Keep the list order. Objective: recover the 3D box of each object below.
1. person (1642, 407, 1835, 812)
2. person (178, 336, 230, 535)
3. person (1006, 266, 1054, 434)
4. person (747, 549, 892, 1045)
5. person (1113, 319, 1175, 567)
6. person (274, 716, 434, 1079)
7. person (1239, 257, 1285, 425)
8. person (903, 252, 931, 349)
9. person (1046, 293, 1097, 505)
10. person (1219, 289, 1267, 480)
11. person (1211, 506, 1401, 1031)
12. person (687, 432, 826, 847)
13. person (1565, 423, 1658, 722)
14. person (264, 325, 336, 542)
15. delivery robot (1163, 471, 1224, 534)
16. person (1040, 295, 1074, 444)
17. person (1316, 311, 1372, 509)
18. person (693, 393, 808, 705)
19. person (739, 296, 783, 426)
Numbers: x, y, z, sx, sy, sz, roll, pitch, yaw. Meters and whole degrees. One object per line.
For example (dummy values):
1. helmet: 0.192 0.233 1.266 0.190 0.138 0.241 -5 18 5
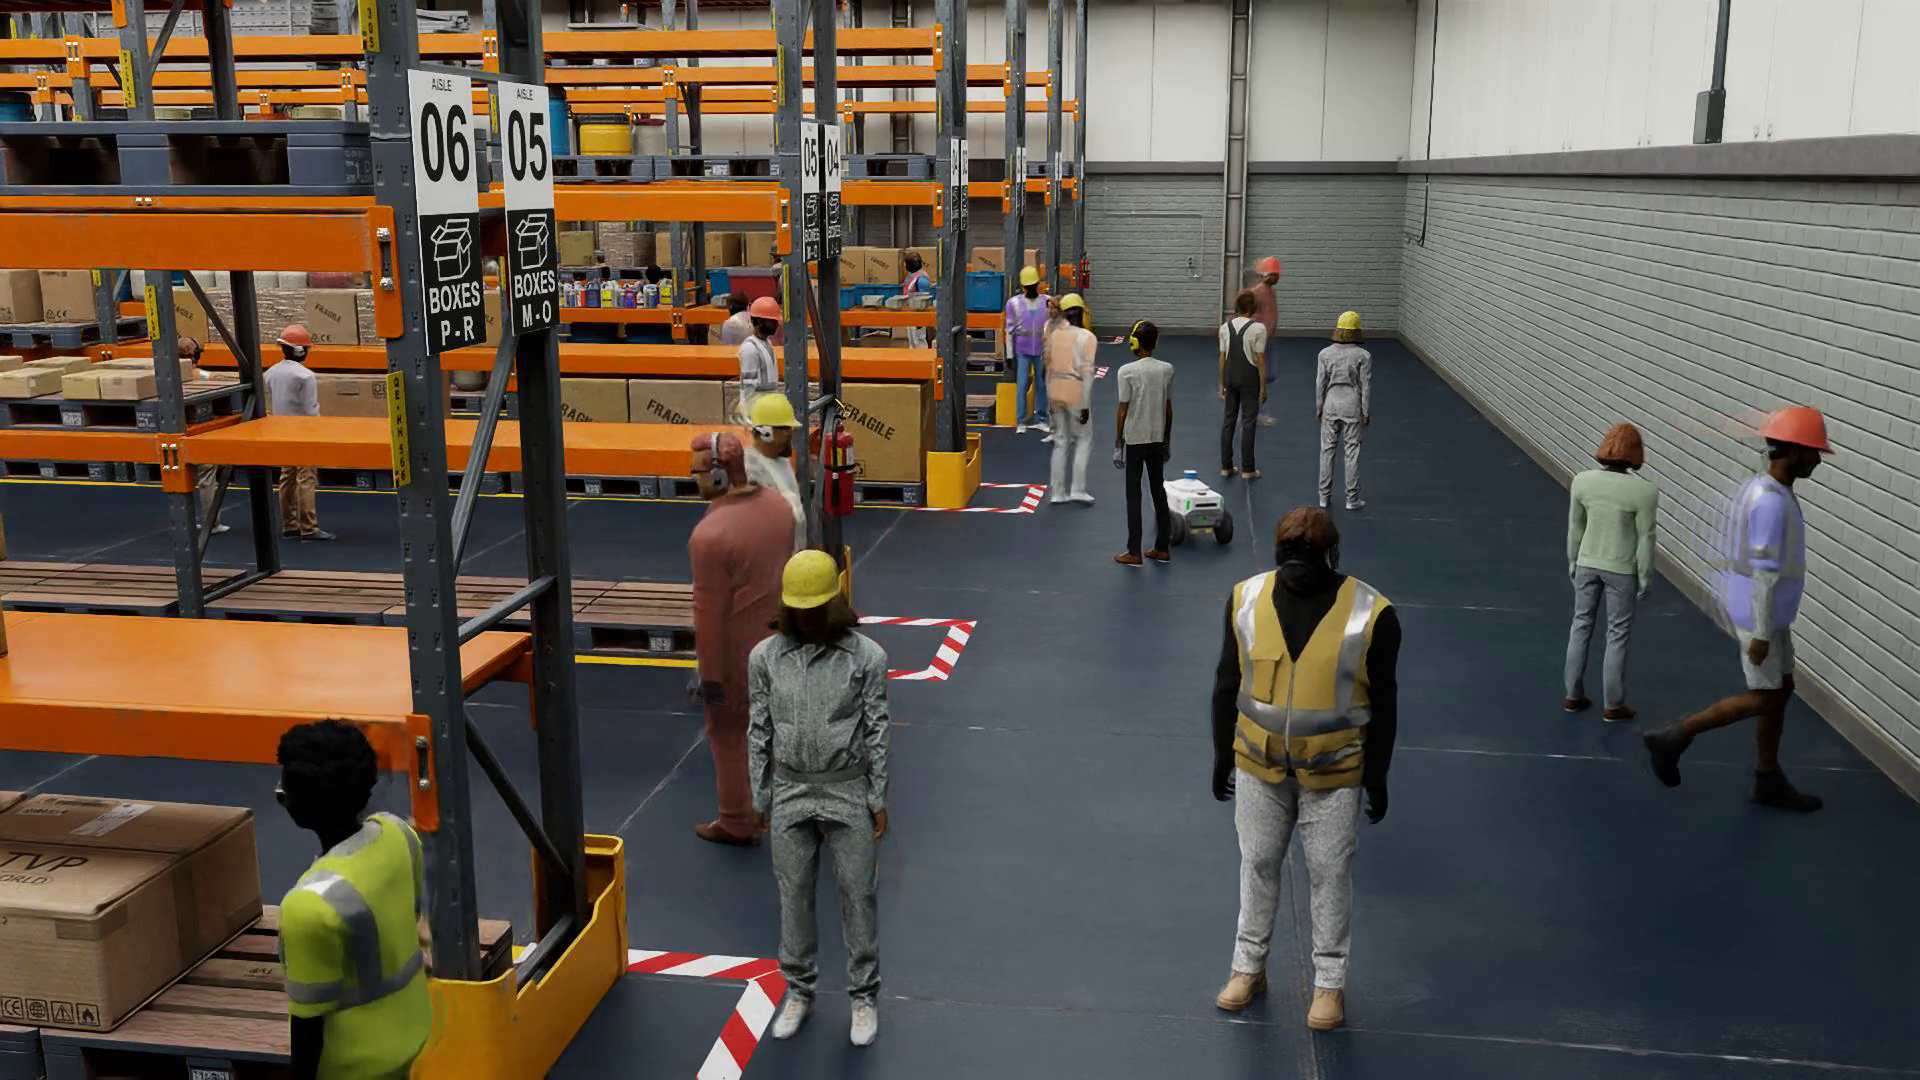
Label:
1. person: 3.678 0.322 7.724 0.715 1.908 0.566 6 14 27
2. person: -6.280 -0.849 13.644 0.509 1.629 0.314 2 13 7
3. person: 0.823 -2.150 18.900 0.606 1.913 0.433 -1 13 -7
4. person: -0.476 0.872 5.638 0.491 1.735 0.326 1 13 6
5. person: 1.395 -0.731 12.601 0.501 1.860 0.333 -7 14 -28
6. person: -1.478 1.243 4.046 0.366 1.684 0.551 1 13 3
7. person: 3.521 -2.337 19.568 0.553 1.974 0.639 8 15 33
8. person: -0.642 -3.168 23.640 0.429 1.840 0.622 -4 13 -18
9. person: 0.980 -1.255 14.894 0.604 1.880 0.563 11 16 40
10. person: 2.735 -1.495 16.093 0.506 1.839 0.343 10 16 38
11. person: 1.174 0.784 5.790 0.650 1.842 0.429 6 14 24
12. person: -0.873 0.462 7.142 0.669 1.881 0.670 7 14 30
13. person: 3.524 0.172 9.042 0.282 1.628 0.499 -10 16 -39
14. person: -5.323 -0.857 13.425 0.573 1.743 0.355 8 15 32
15. delivery robot: 1.862 -0.319 13.480 0.477 0.478 0.707 -3 13 -13
16. person: 1.081 -1.855 18.183 0.311 1.632 0.526 -11 16 -39
17. person: 3.404 -1.151 14.747 0.492 1.742 0.320 7 14 28
18. person: -1.044 0.085 9.091 0.943 1.776 0.606 3 13 15
19. person: -1.648 -1.077 13.999 0.388 1.929 0.544 3 13 12
